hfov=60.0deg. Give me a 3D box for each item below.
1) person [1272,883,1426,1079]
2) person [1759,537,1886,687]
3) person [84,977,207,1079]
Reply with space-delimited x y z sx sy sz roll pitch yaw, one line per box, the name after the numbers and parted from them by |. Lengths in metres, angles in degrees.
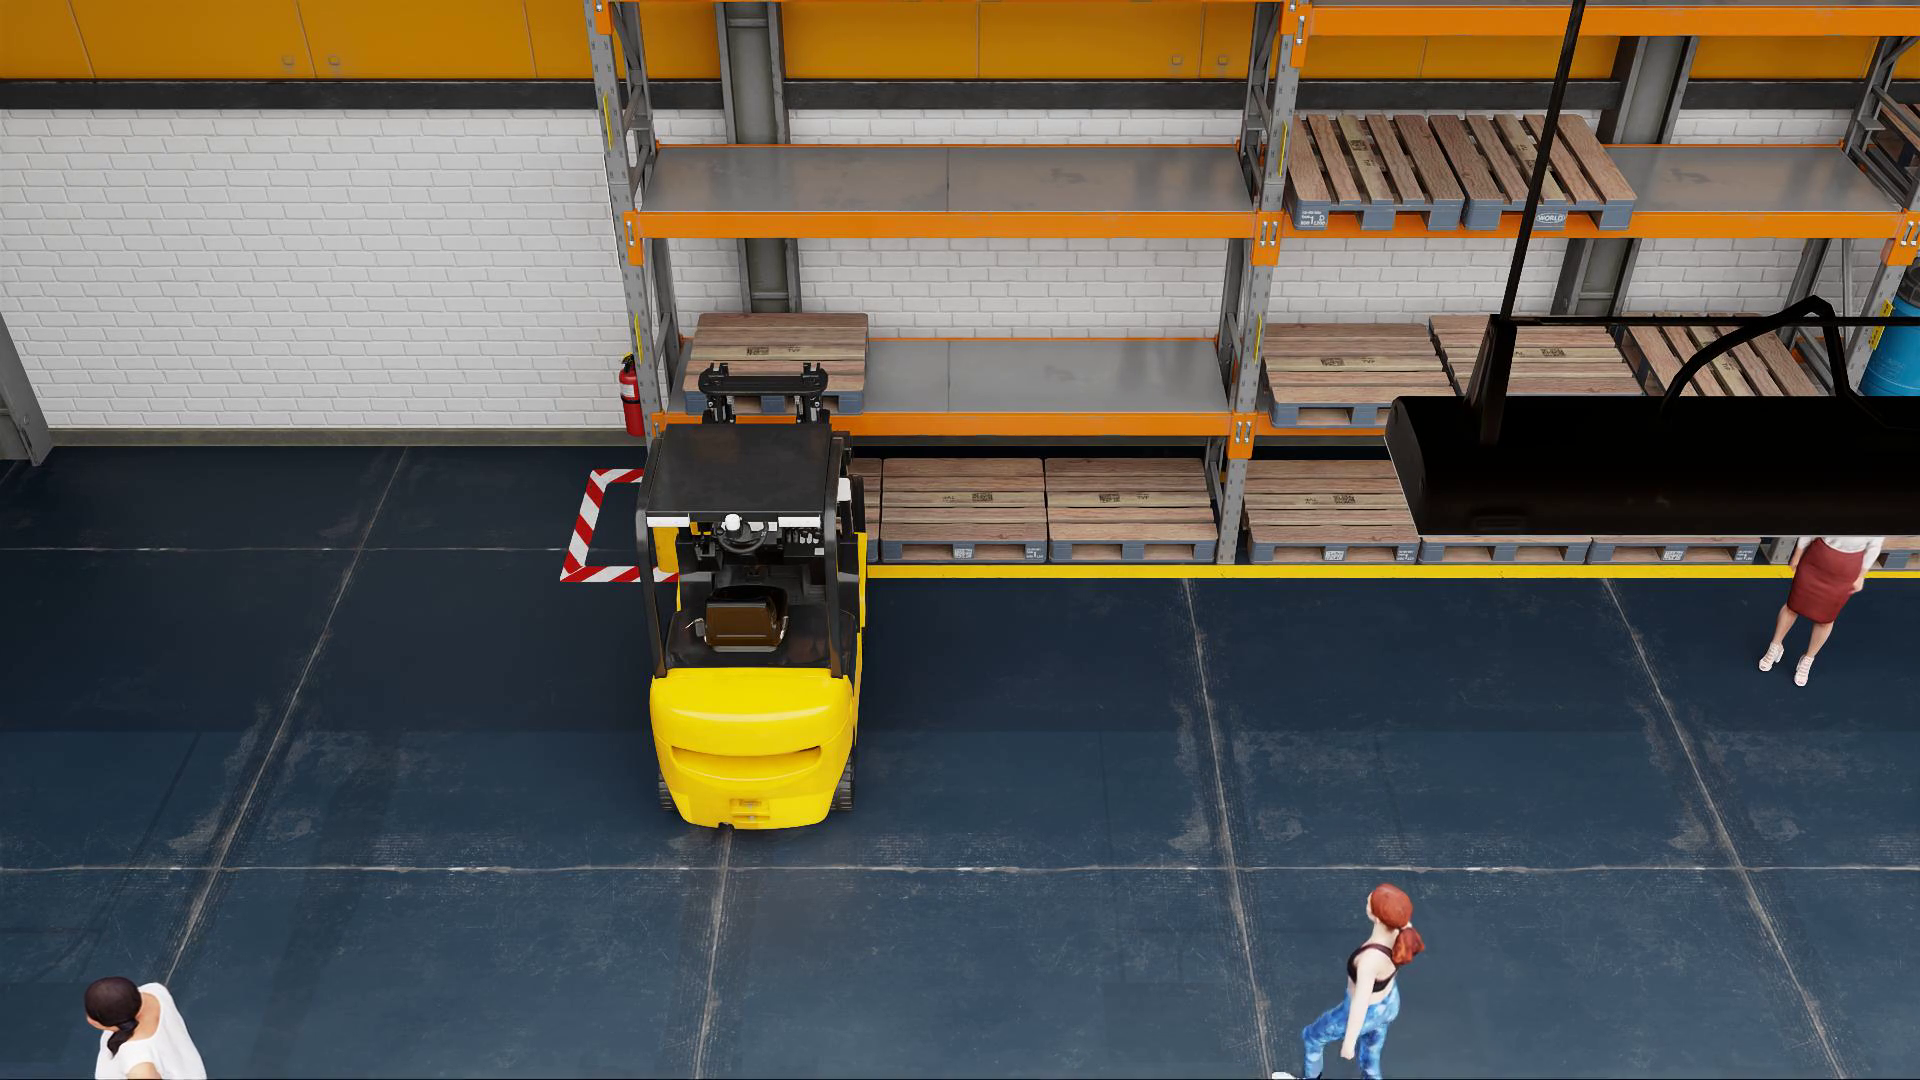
1.992 2.326 7.908 0.874 1.768 0.918 -28 47 -31 | person
5.526 0.201 10.583 0.651 1.750 0.739 26 45 29 | person
-3.690 2.564 7.674 0.681 1.688 0.713 -9 39 -11 | person
